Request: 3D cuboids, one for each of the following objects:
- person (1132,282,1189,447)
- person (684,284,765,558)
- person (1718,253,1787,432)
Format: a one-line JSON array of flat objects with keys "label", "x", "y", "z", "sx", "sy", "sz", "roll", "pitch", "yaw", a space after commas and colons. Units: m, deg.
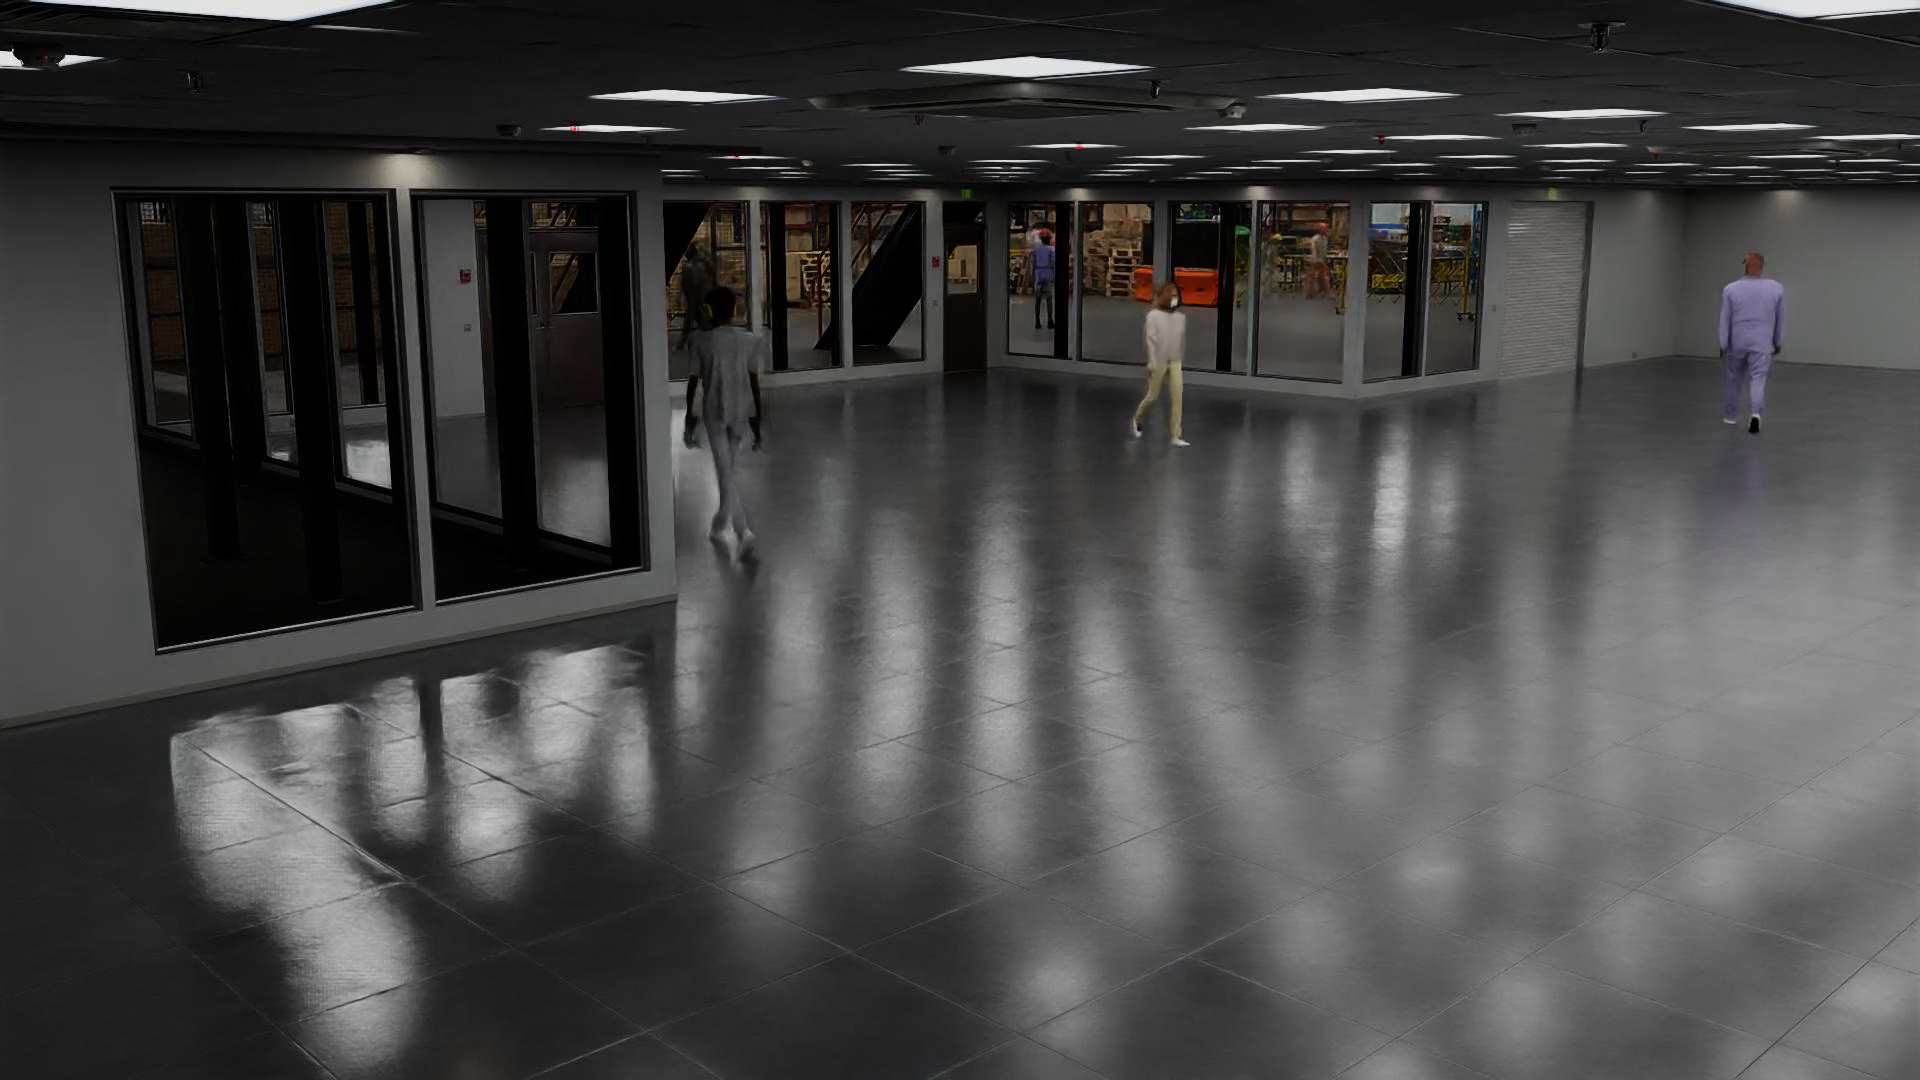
[{"label": "person", "x": 1.998, "y": -1.747, "z": 16.464, "sx": 0.503, "sy": 1.607, "sz": 0.702, "roll": -5, "pitch": 12, "yaw": -24}, {"label": "person", "x": -1.578, "y": -0.810, "z": 11.250, "sx": 0.516, "sy": 1.832, "sz": 0.935, "roll": -6, "pitch": 13, "yaw": -27}, {"label": "person", "x": 8.354, "y": -2.096, "z": 17.571, "sx": 0.640, "sy": 1.867, "sz": 0.950, "roll": 5, "pitch": 12, "yaw": 22}]
